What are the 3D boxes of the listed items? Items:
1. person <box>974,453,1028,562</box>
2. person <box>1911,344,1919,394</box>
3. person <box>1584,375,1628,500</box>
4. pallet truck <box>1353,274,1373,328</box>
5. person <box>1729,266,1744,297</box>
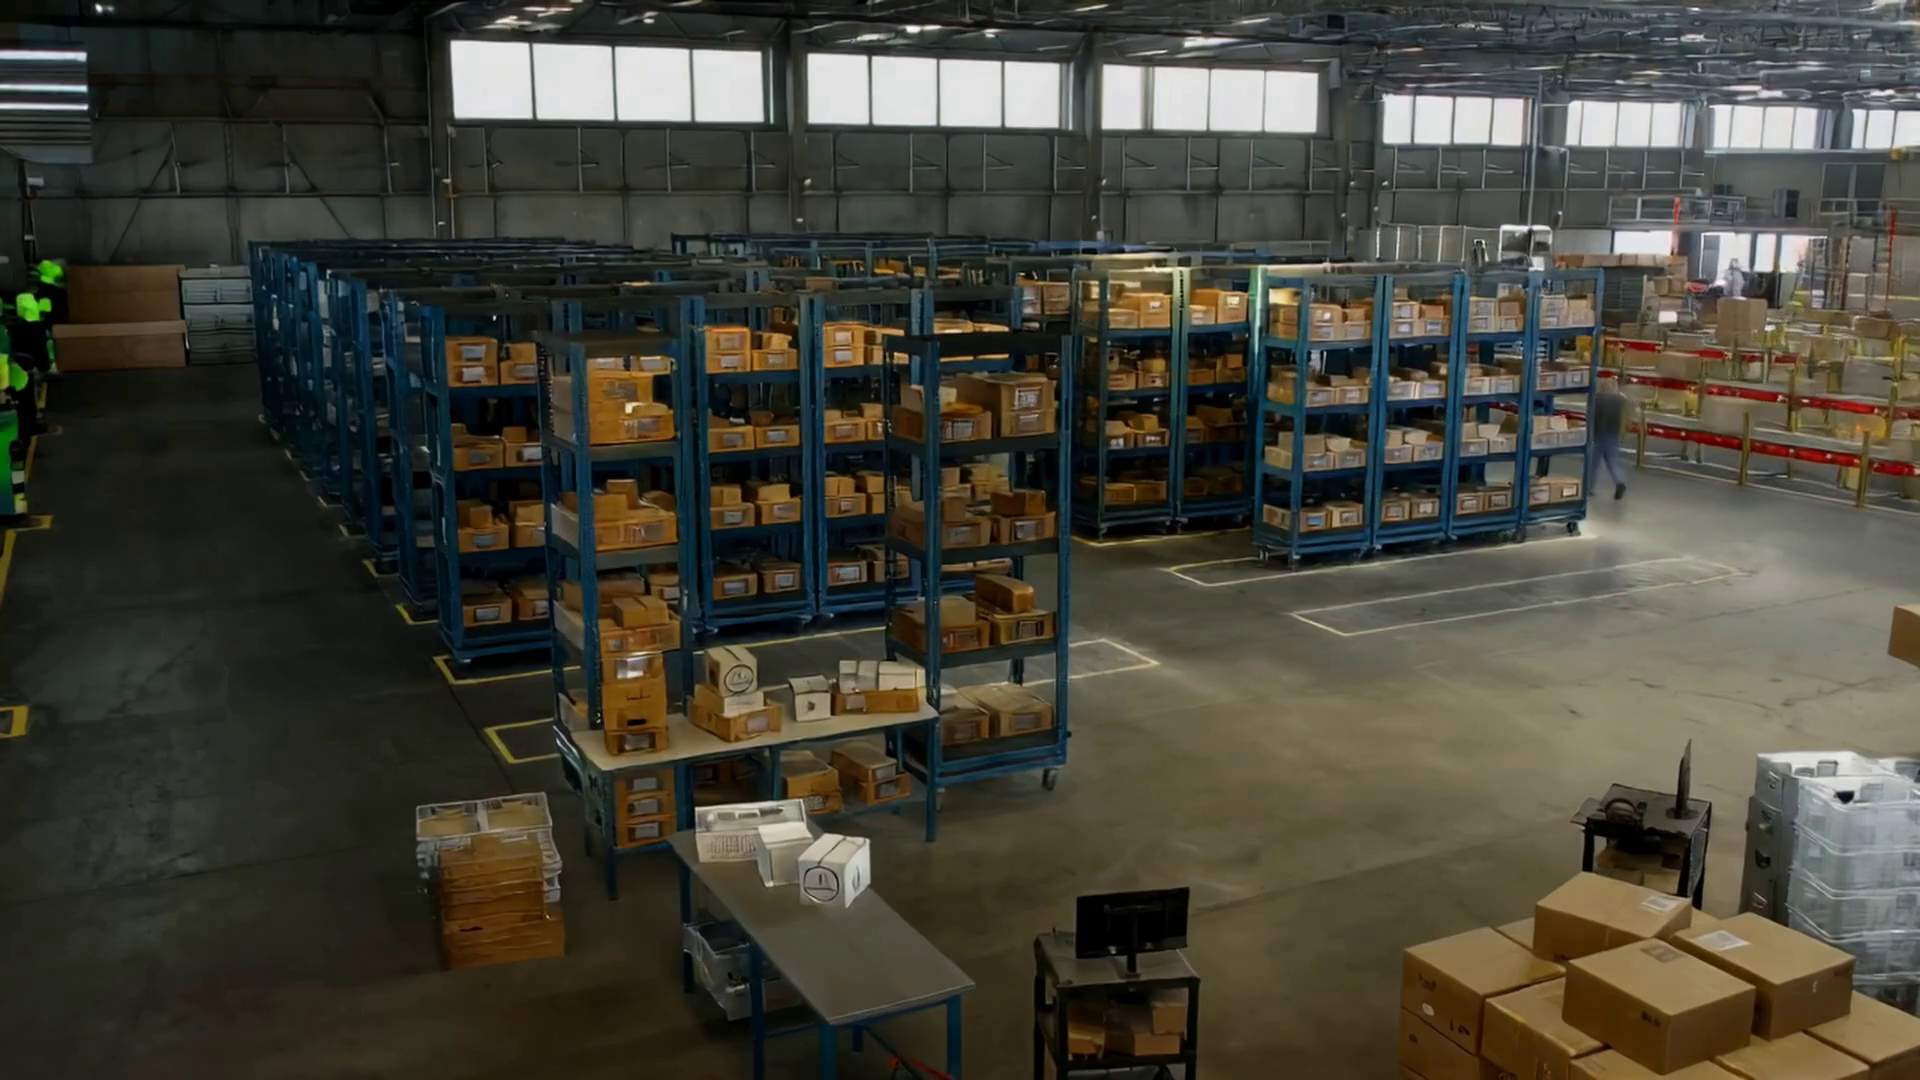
[{"bbox_3d":[0.485,-0.683,20.782,0.636,1.990,1.047,-6,14,-27],"label":"person"},{"bbox_3d":[21.782,-4.068,37.470,0.281,1.634,0.498,-4,13,-17],"label":"person"},{"bbox_3d":[9.789,-1.557,25.169,0.650,1.877,0.862,-3,12,-12],"label":"person"},{"bbox_3d":[13.011,-8.050,55.243,0.823,1.965,1.885,-7,14,-28],"label":"pallet truck"},{"bbox_3d":[29.063,-9.438,62.438,0.668,1.699,0.366,-2,12,-8],"label":"person"}]
